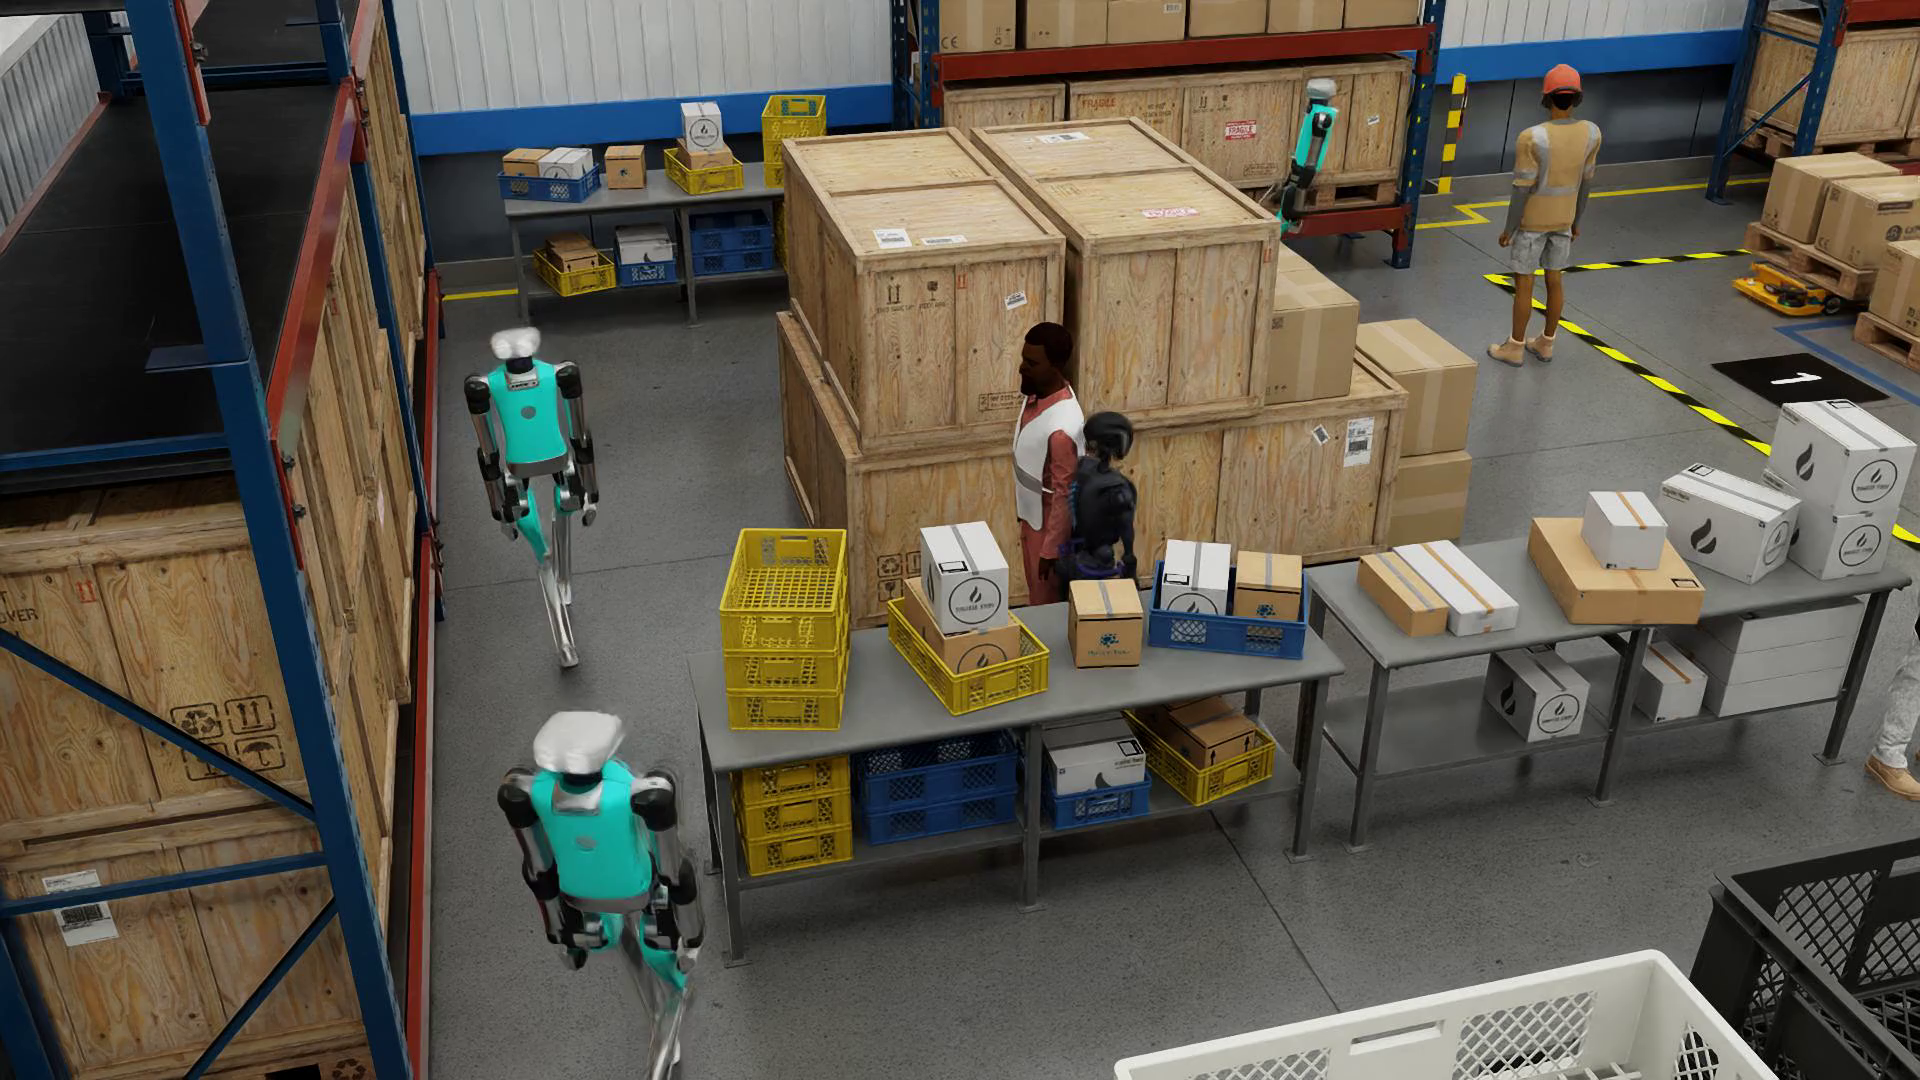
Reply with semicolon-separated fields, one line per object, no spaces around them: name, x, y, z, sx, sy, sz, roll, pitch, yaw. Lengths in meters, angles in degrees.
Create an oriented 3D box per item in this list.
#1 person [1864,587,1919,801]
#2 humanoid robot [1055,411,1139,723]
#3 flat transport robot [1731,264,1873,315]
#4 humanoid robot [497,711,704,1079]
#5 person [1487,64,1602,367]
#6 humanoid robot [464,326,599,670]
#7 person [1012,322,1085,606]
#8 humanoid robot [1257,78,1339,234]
person;4.293;0.263;7.021;0.622;1.837;0.429;-10;30;-17
humanoid robot;0.556;0.207;7.313;0.499;1.648;0.591;-11;31;-19
flat transport robot;6.710;-1.971;12.665;1.431;0.197;0.652;-7;30;-13
humanoid robot;-1.074;1.162;5.472;0.550;1.719;0.976;2;29;4
person;3.918;-2.164;11.216;0.607;2.035;0.400;-8;30;-15
humanoid robot;-2.066;-0.285;8.150;0.553;1.757;1.046;-9;30;-15
person;0.394;-0.090;7.568;0.390;1.921;0.591;-4;29;-8
humanoid robot;2.231;-2.420;11.993;0.843;1.777;0.618;4;29;7
